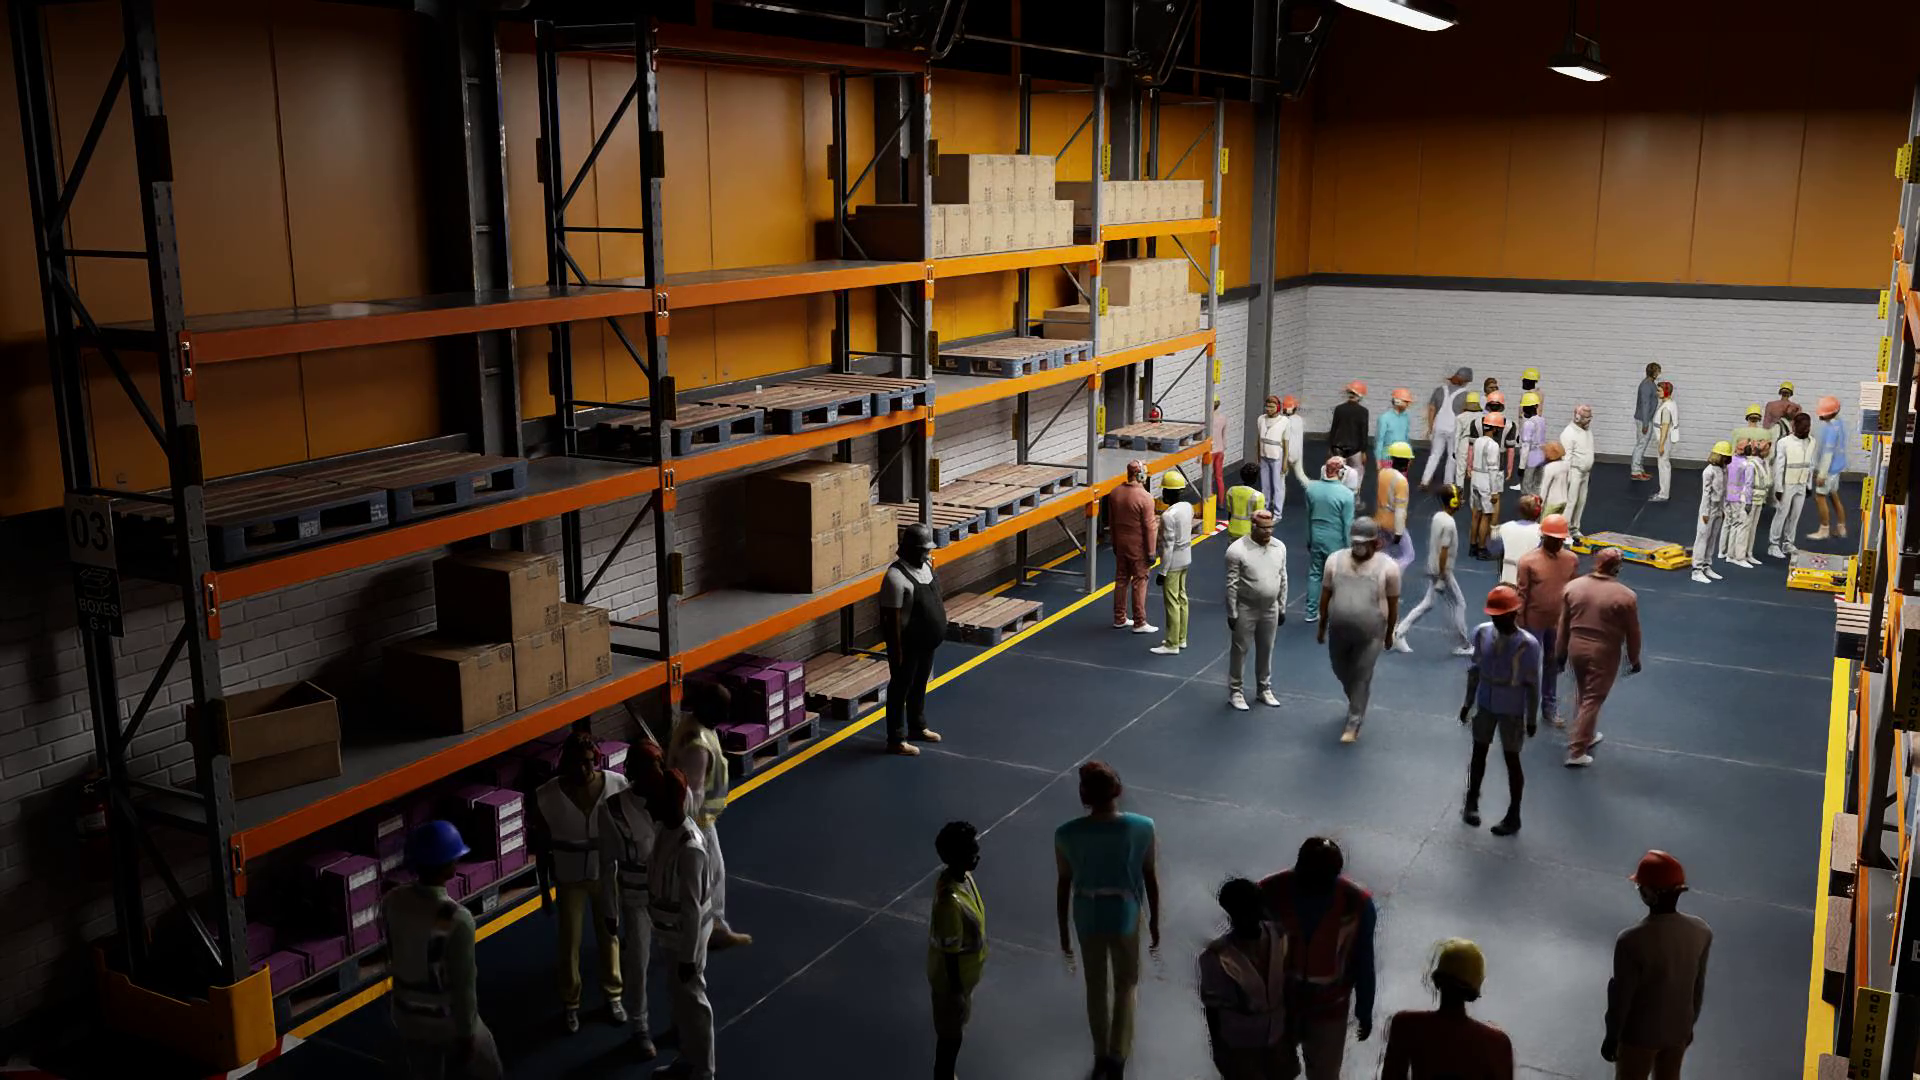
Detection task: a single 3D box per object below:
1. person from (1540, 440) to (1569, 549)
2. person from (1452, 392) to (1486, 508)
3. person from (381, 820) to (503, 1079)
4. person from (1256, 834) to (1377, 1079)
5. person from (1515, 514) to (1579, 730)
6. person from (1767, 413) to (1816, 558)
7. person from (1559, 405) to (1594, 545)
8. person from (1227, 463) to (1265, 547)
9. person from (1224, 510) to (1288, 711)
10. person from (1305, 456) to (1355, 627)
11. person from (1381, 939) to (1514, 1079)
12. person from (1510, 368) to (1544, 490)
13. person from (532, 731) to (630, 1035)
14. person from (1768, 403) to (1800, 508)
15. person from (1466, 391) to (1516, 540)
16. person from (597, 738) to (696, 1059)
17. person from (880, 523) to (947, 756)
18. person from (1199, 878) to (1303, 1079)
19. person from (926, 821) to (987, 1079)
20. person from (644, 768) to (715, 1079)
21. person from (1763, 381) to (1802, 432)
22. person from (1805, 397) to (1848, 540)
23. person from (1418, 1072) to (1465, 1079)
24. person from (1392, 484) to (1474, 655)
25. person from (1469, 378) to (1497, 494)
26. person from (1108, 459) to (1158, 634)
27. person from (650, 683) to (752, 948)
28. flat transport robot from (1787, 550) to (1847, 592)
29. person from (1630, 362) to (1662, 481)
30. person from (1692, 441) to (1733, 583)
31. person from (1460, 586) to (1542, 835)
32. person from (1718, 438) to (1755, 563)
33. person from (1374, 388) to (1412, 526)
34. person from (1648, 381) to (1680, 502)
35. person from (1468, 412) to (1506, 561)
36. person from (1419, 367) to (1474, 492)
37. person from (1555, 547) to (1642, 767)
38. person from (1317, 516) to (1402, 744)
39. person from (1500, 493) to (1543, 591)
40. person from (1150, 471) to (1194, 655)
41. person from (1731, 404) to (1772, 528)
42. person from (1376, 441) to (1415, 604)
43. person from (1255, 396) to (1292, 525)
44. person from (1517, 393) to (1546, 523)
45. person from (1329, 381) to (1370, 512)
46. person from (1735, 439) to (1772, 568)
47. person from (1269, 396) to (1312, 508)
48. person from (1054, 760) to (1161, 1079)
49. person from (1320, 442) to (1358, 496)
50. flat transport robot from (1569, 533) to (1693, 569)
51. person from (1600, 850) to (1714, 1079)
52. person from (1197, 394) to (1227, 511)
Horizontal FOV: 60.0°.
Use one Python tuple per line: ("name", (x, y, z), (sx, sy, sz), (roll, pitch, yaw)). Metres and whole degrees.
("person", (7.550, -0.471, 21.158), (0.543, 1.623, 0.322), (-11, 16, -39))
("person", (7.590, -1.335, 24.791), (0.492, 1.729, 0.324), (0, 13, 1))
("person", (-2.530, 2.292, 8.113), (0.611, 1.929, 0.485), (7, 14, 29))
("person", (1.738, 2.292, 8.362), (0.682, 1.816, 0.552), (4, 13, 16))
("person", (5.271, 0.731, 14.963), (0.615, 1.987, 0.407), (-3, 13, -13))
("person", (10.815, -0.717, 21.614), (0.588, 1.912, 0.381), (-5, 13, -20))
("person", (8.302, -0.877, 22.372), (0.656, 1.893, 0.399), (-11, 17, -42))
("person", (3.288, -0.059, 19.173), (0.319, 1.685, 0.542), (-11, 16, -40))
("person", (2.775, 0.646, 15.537), (0.643, 1.902, 0.399), (-5, 13, -20))
("person", (4.103, 0.019, 18.361), (0.396, 1.899, 0.666), (-9, 16, -36))
("person", (2.122, 2.585, 7.197), (0.663, 1.758, 0.422), (7, 14, 28))
("person", (8.919, -1.738, 26.147), (0.372, 1.926, 0.601), (11, 17, 41))
("person", (-2.189, 1.976, 9.736), (0.567, 1.838, 0.386), (-6, 14, -23))
("person", (12.089, -1.249, 24.647), (0.541, 1.614, 0.514), (-7, 15, -30))
("person", (7.228, -1.015, 22.684), (0.611, 2.032, 0.411), (4, 13, 16))
("person", (-1.755, 2.017, 9.453), (0.589, 1.877, 0.359), (-8, 15, -31))
("person", (-0.376, 0.832, 14.383), (0.536, 2.000, 0.683), (7, 14, 27))
("person", (1.411, 2.413, 8.152), (0.562, 1.665, 0.399), (-7, 14, -27))
("person", (-0.016, 2.274, 8.704), (0.318, 1.697, 0.535), (1, 13, 3))
("person", (-1.506, 2.123, 8.969), (0.339, 1.881, 0.578), (-5, 14, -22))
("person", (12.785, -1.597, 25.916), (0.532, 1.754, 0.340), (6, 14, 24))
("person", (11.849, -0.967, 22.570), (0.642, 1.990, 0.699), (7, 15, 30))
("person", (1.579, 2.821, 5.723), (0.651, 1.931, 0.717), (2, 13, 11))
("person", (4.971, 0.309, 17.235), (0.978, 1.826, 0.521), (0, 13, -2))
("person", (8.130, -1.592, 25.677), (0.520, 1.843, 0.330), (-6, 14, -24))
("person", (1.914, 0.065, 18.122), (0.407, 1.906, 0.655), (-10, 16, -37))
("person", (-1.754, 1.784, 10.729), (0.699, 1.794, 0.637), (-3, 13, -13))
("flat transport robot", (10.562, 0.371, 20.446), (0.652, 0.197, 1.431), (7, 14, 27))
("person", (11.144, -1.931, 27.019), (0.367, 1.932, 0.623), (6, 14, 25))
("person", (9.241, -0.352, 20.367), (0.485, 1.739, 0.314), (-10, 16, -38))
("person", (4.107, 1.277, 12.680), (0.444, 1.927, 0.591), (-9, 15, -35))
("person", (9.963, -0.508, 21.310), (0.324, 1.630, 0.526), (-2, 13, -8))
("person", (6.019, -1.164, 23.480), (0.763, 1.982, 0.545), (-9, 15, -34))
("person", (10.711, -1.489, 25.249), (0.387, 1.837, 0.561), (6, 14, 26))
("person", (6.818, -0.696, 21.493), (0.391, 1.925, 0.551), (-2, 13, -7))
("person", (7.603, -1.714, 25.785), (0.722, 2.000, 0.738), (-12, 17, -43))
("person", (5.476, 0.968, 14.171), (0.924, 1.862, 0.650), (-10, 16, -39))
("person", (3.570, 0.722, 14.875), (0.686, 2.000, 0.901), (7, 15, 30))
("person", (5.634, 0.442, 16.590), (0.451, 1.830, 0.598), (-10, 16, -37))
("person", (2.208, 0.239, 17.294), (0.365, 1.928, 0.585), (7, 14, 29))
("person", (11.069, -1.023, 23.333), (0.518, 1.757, 0.335), (6, 14, 24))
("person", (5.046, -0.198, 19.290), (0.420, 1.914, 0.591), (-3, 13, -15))
("person", (4.463, -1.148, 23.714), (0.397, 1.836, 0.561), (-11, 16, -40))
("person", (7.986, -1.104, 23.354), (0.399, 1.912, 0.592), (10, 16, 38))
("person", (5.724, -1.356, 24.363), (0.879, 1.945, 0.758), (-11, 17, -42))
("person", (10.090, -0.474, 21.135), (0.515, 1.641, 0.315), (-12, 17, -42))
("person", (4.970, -1.279, 24.600), (0.857, 1.713, 0.574), (9, 15, 35))
("person", (0.811, 2.117, 9.116), (0.601, 1.825, 0.637), (1, 13, 3))
("person", (4.649, -0.379, 20.575), (0.535, 1.700, 0.318), (12, 17, 42))
("flat transport robot", (8.737, 0.116, 21.584), (0.652, 0.197, 1.431), (-9, 16, -36))
("person", (3.389, 2.366, 8.188), (0.568, 1.743, 0.353), (-5, 14, -22))
("person", (3.697, -1.287, 24.499), (0.533, 1.765, 0.330), (-9, 15, -35))
